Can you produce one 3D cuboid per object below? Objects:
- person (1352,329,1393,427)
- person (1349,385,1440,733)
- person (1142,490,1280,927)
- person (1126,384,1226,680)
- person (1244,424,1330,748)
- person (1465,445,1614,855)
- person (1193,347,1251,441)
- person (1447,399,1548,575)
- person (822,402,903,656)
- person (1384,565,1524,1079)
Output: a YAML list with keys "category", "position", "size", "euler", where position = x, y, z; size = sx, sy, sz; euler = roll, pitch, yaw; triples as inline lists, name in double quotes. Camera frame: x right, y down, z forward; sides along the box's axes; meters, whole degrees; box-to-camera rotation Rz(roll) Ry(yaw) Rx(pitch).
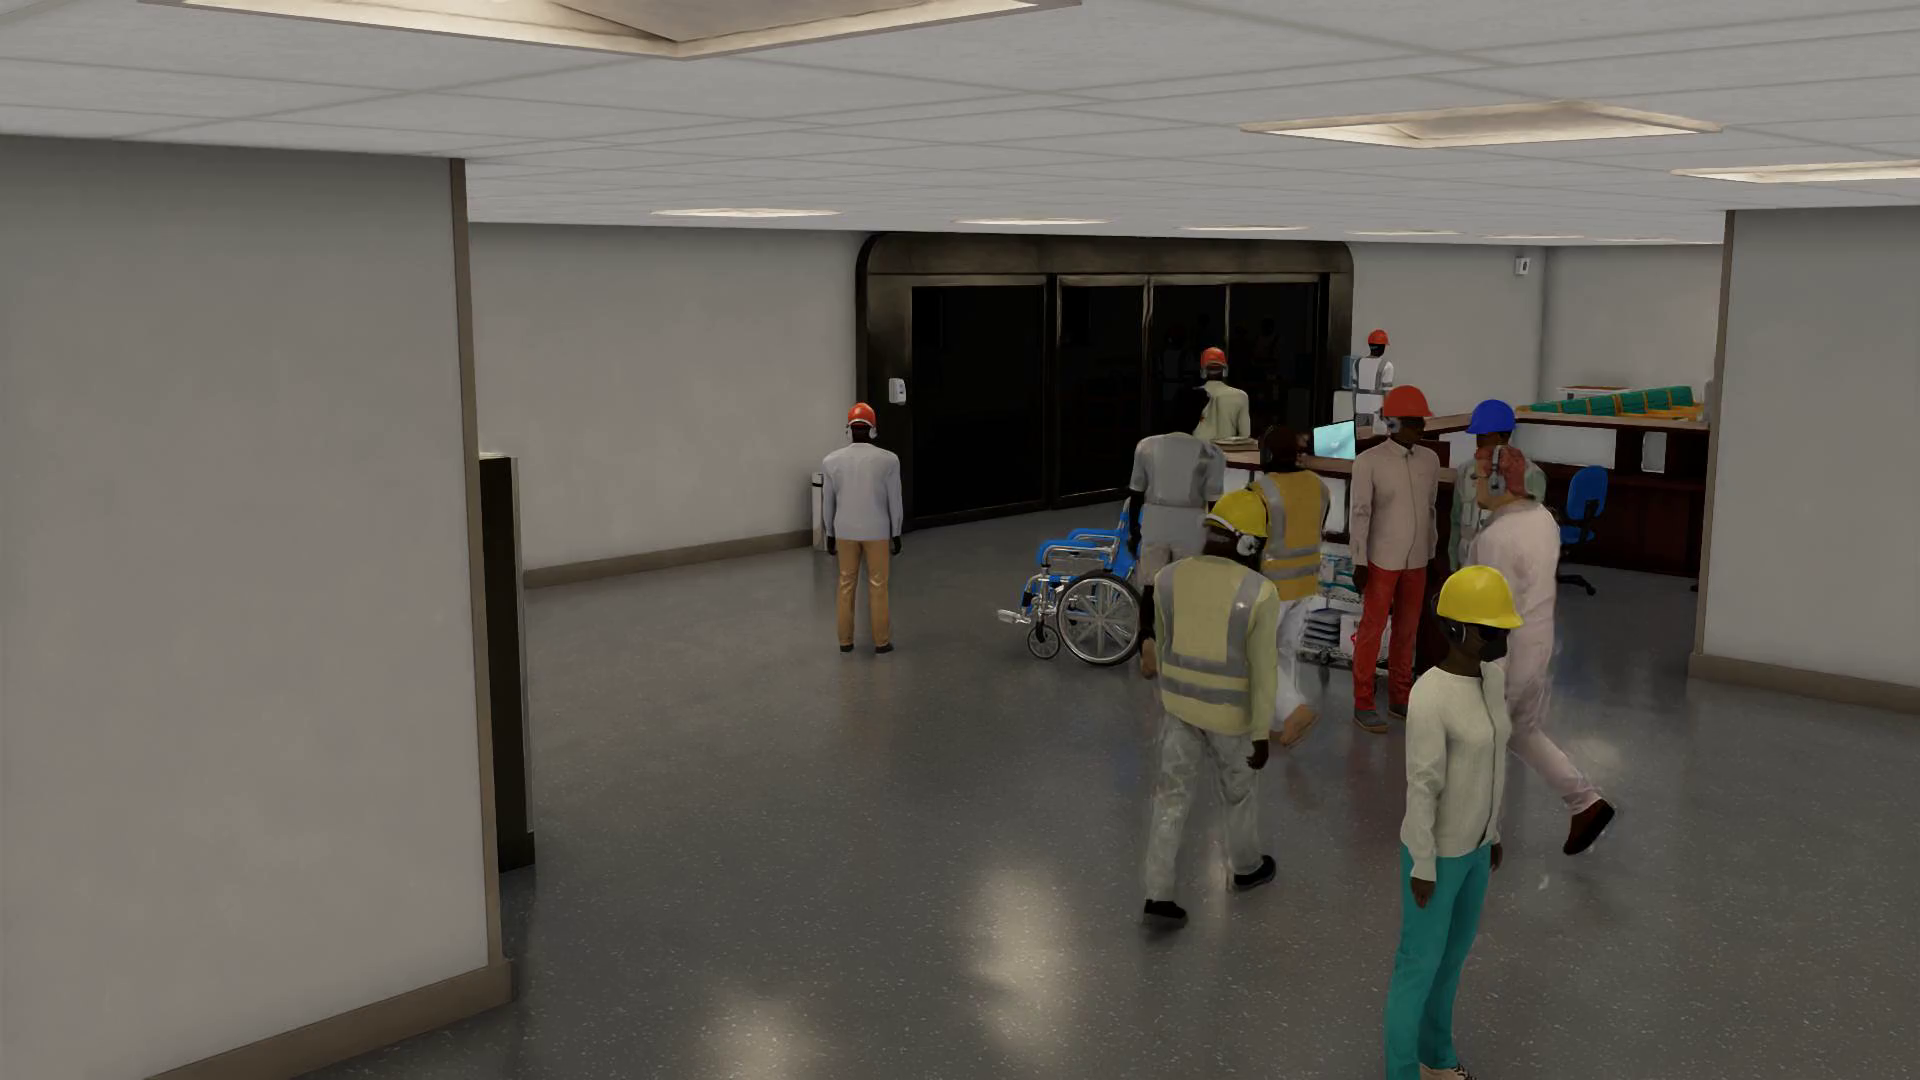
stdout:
- category: "person"
  position: [4.994, -1.571, 20.101]
  size: [0.381, 1.934, 0.546]
  euler: [-9, 13, -44]
- category: "person"
  position: [2.519, 0.106, 9.591]
  size: [0.623, 1.993, 0.385]
  euler: [-5, 10, -26]
- category: "person"
  position: [1.030, 0.678, 6.798]
  size: [0.608, 1.771, 0.961]
  euler: [6, 11, 33]
- category: "person"
  position: [1.355, -0.032, 10.644]
  size: [0.643, 1.934, 0.764]
  euler: [4, 10, 23]
- category: "person"
  position: [1.781, 0.275, 9.142]
  size: [0.630, 1.815, 0.539]
  euler: [-6, 11, -33]
- category: "person"
  position: [2.523, 0.516, 7.404]
  size: [0.702, 1.886, 0.669]
  euler: [8, 12, 41]
- category: "person"
  position: [2.200, -0.671, 14.410]
  size: [0.649, 1.977, 0.415]
  euler: [1, 9, 6]
- category: "person"
  position: [2.998, 0.173, 9.387]
  size: [0.421, 1.939, 0.600]
  euler: [-7, 11, -35]
- category: "person"
  position: [-0.665, -0.074, 11.466]
  size: [0.564, 1.743, 0.352]
  euler: [1, 9, 9]
- category: "person"
  position: [1.547, 0.946, 5.147]
  size: [0.328, 1.767, 0.532]
  euler: [8, 12, 41]
